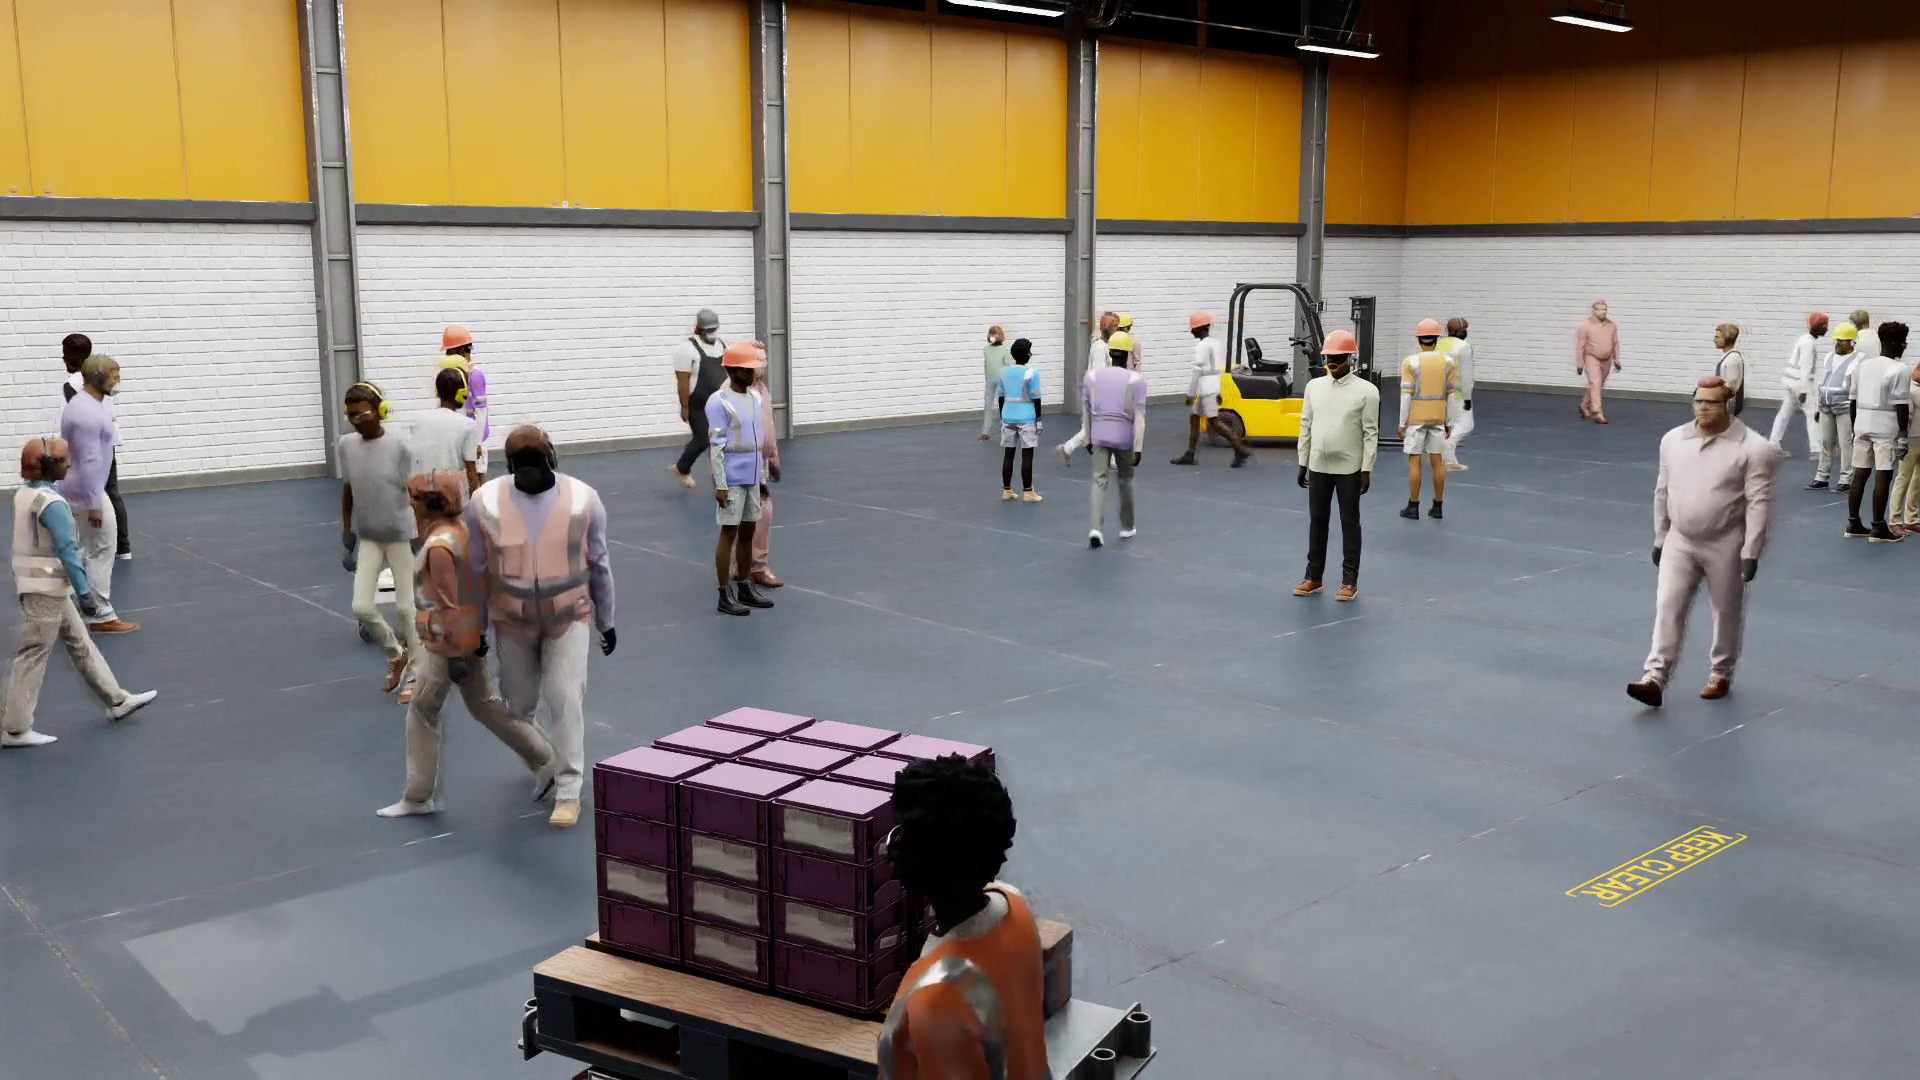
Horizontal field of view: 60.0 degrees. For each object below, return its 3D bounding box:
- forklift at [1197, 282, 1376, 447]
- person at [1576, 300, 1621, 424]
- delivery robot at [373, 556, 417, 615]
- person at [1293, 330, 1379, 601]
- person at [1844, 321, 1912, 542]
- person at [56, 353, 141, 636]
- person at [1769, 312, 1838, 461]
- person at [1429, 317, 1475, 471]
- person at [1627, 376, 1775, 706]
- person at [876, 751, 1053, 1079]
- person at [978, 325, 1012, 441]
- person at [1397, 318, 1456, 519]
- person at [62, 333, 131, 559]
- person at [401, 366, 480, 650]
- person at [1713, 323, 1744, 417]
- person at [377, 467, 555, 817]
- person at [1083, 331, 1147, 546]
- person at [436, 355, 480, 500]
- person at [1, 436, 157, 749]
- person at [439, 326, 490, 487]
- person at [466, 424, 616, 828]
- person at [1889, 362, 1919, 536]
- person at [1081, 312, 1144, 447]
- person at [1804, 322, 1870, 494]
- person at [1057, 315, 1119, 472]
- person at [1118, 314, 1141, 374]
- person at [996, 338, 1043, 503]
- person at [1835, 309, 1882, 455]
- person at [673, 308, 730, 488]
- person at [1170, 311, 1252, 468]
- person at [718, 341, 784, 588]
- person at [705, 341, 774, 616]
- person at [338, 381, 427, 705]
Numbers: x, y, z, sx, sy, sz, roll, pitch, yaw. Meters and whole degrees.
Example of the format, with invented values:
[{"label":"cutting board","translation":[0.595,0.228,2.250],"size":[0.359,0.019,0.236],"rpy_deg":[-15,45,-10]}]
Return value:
[{"label":"forklift","translation":[4.328,-2.346,22.227],"size":[2.313,2.155,1.214],"rpy_deg":[3,10,16]},{"label":"person","translation":[9.742,-2.742,25.474],"size":[0.636,1.877,0.919],"rpy_deg":[-3,10,-15]},{"label":"delivery robot","translation":[-3.669,0.321,11.131],"size":[0.707,0.478,0.477],"rpy_deg":[-4,10,-20]},{"label":"person","translation":[2.777,-0.552,12.303],"size":[0.612,1.995,0.376],"rpy_deg":[7,12,36]},{"label":"person","translation":[8.198,-0.966,14.818],"size":[0.363,1.962,0.612],"rpy_deg":[-3,10,-16]},{"label":"person","translation":[-5.846,-0.286,11.032],"size":[0.619,1.910,0.636],"rpy_deg":[-5,11,-25]},{"label":"person","translation":[10.556,-1.905,20.715],"size":[0.819,1.834,0.603],"rpy_deg":[4,10,20]},{"label":"person","translation":[5.751,-1.691,19.446],"size":[0.504,1.832,0.645],"rpy_deg":[-3,10,-18]},{"label":"person","translation":[4.144,0.024,9.316],"size":[0.673,1.855,0.960],"rpy_deg":[10,14,44]},{"label":"person","translation":[0.075,1.195,3.057],"size":[0.853,1.662,0.530],"rpy_deg":[4,10,21]},{"label":"person","translation":[0.547,-2.184,23.051],"size":[0.507,1.593,0.852],"rpy_deg":[6,12,33]},{"label":"person","translation":[4.486,-1.160,16.060],"size":[0.555,1.936,0.398],"rpy_deg":[-1,10,-8]},{"label":"person","translation":[-7.099,-0.735,13.642],"size":[0.387,1.910,0.593],"rpy_deg":[1,10,4]},{"label":"person","translation":[-3.360,-0.189,10.706],"size":[0.533,1.831,0.688],"rpy_deg":[1,10,7]},{"label":"person","translation":[8.063,-1.376,17.614],"size":[0.473,1.825,0.531],"rpy_deg":[4,11,24]},{"label":"person","translation":[-2.228,0.459,7.548],"size":[0.795,1.607,0.527],"rpy_deg":[-1,10,-6]},{"label":"person","translation":[1.352,-0.897,14.662],"size":[0.588,1.886,0.949],"rpy_deg":[3,10,16]},{"label":"person","translation":[-4.127,-0.673,13.857],"size":[0.744,1.709,0.511],"rpy_deg":[-2,10,-11]},{"label":"person","translation":[-4.681,0.259,8.722],"size":[0.845,1.595,0.544],"rpy_deg":[-9,13,-41]},{"label":"person","translation":[-4.338,-0.912,14.611],"size":[0.385,1.927,0.545],"rpy_deg":[-6,11,-32]},{"label":"person","translation":[-1.921,0.344,7.638],"size":[0.661,1.808,0.801],"rpy_deg":[-2,10,-10]},{"label":"person","translation":[8.723,-0.852,15.120],"size":[0.506,1.631,0.277],"rpy_deg":[-4,11,-23]},{"label":"person","translation":[2.007,-2.108,22.004],"size":[0.902,1.790,0.622],"rpy_deg":[0,10,2]},{"label":"person","translation":[9.422,-1.415,17.839],"size":[0.404,1.831,0.588],"rpy_deg":[-4,11,-24]},{"label":"person","translation":[1.571,-1.708,19.507],"size":[0.765,1.858,0.620],"rpy_deg":[3,10,17]},{"label":"person","translation":[2.213,-2.189,22.586],"size":[0.523,1.760,0.329],"rpy_deg":[9,13,42]},{"label":"person","translation":[0.624,-1.224,17.114],"size":[0.541,1.695,0.315],"rpy_deg":[7,12,37]},{"label":"person","translation":[11.327,-1.926,20.699],"size":[0.720,1.880,0.994],"rpy_deg":[-1,10,-8]},{"label":"person","translation":[-2.718,-1.500,17.723],"size":[0.691,2.000,0.745],"rpy_deg":[9,13,41]},{"label":"person","translation":[3.045,-1.804,19.973],"size":[0.959,1.893,0.555],"rpy_deg":[4,10,20]},{"label":"person","translation":[-1.515,-0.577,12.753],"size":[0.667,1.886,0.680],"rpy_deg":[3,10,17]},{"label":"person","translation":[-1.550,-0.443,11.833],"size":[0.357,1.938,0.542],"rpy_deg":[6,11,30]},{"label":"person","translation":[-3.237,0.027,9.382],"size":[0.610,1.838,0.420],"rpy_deg":[1,10,8]}]
